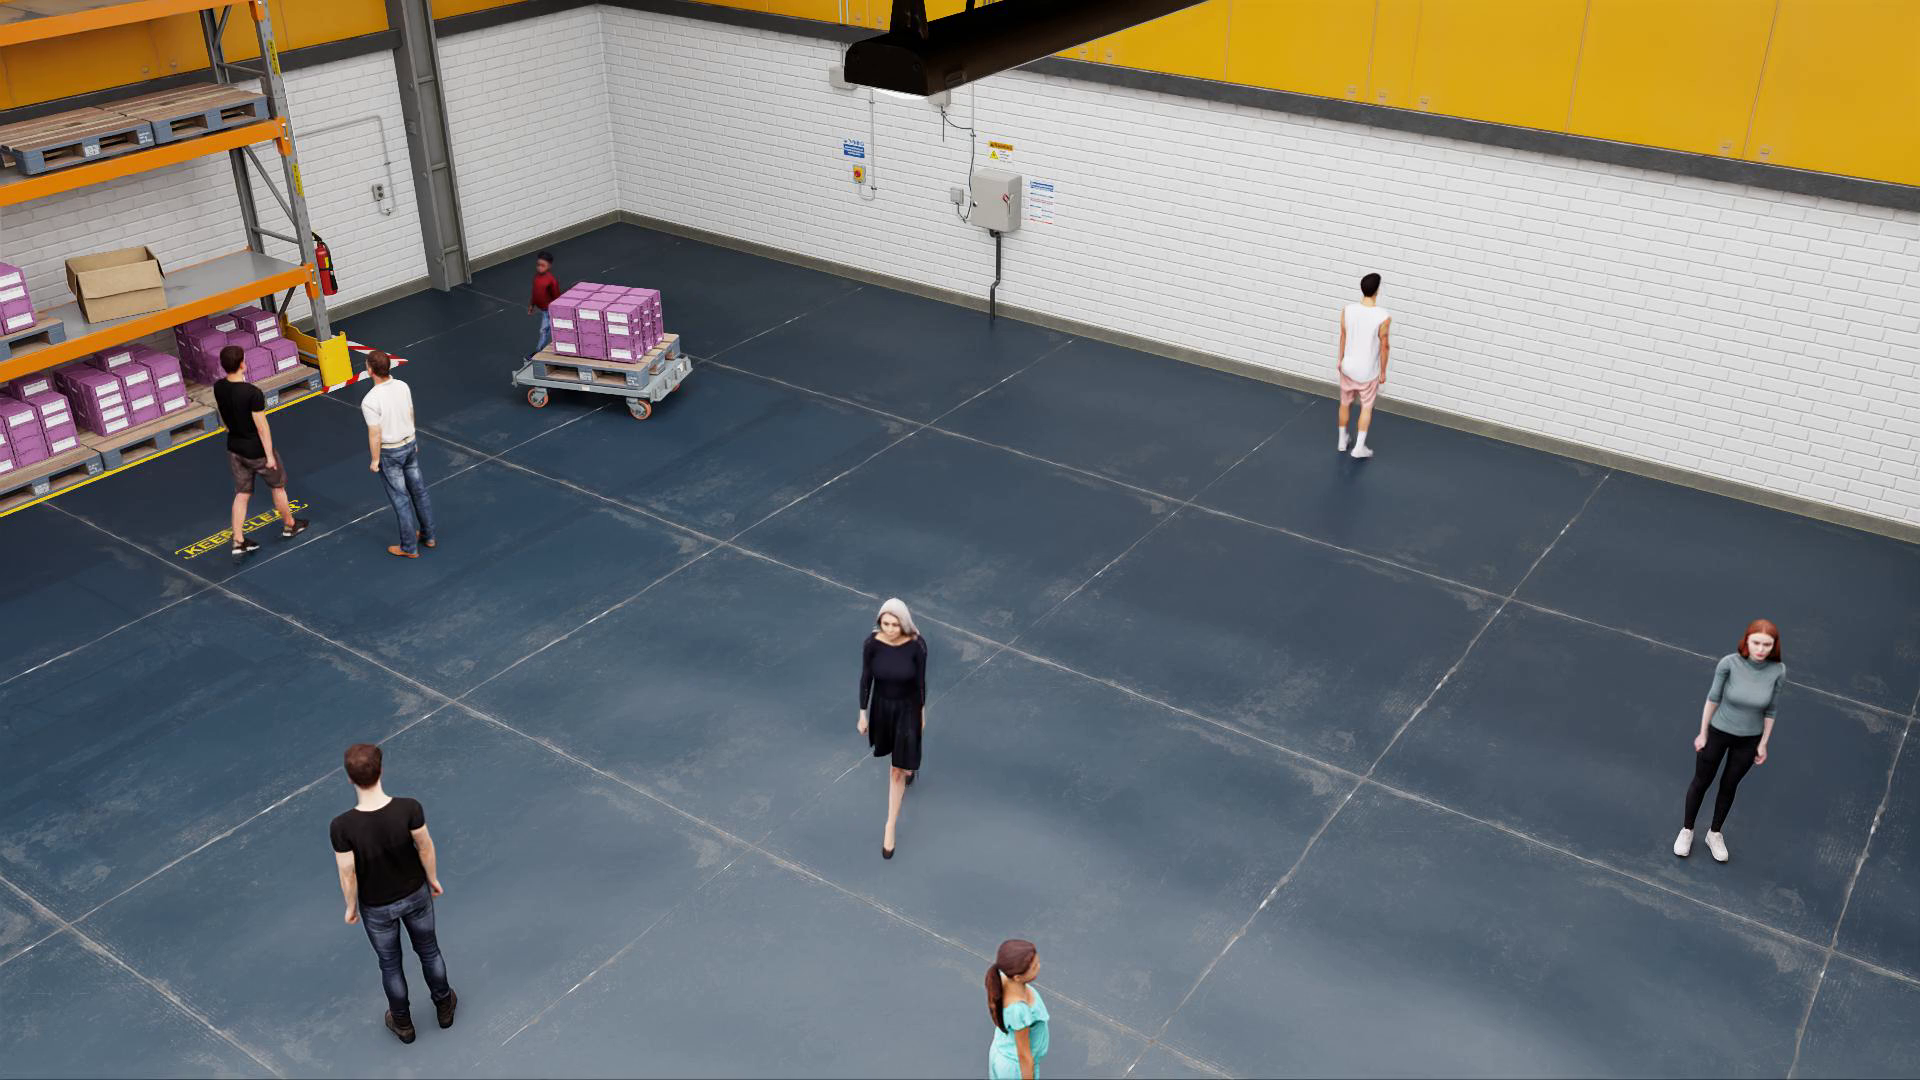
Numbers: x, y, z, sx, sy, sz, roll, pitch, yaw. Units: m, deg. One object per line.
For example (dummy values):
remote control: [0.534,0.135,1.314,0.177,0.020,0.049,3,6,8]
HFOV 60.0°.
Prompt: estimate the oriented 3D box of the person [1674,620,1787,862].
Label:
person: [4.870,1.253,10.493,0.646,1.742,0.642,8,30,14]

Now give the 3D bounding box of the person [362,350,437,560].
person: [-4.737,-0.735,14.019,0.742,1.856,0.543,14,32,25]

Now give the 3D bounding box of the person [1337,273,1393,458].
person: [3.786,-1.652,15.768,0.637,1.791,0.615,18,33,30]

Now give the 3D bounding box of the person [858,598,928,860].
person: [-0.410,1.120,10.779,0.958,1.702,1.236,4,29,7]

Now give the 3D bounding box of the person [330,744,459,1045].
person: [-3.087,1.938,9.079,0.679,1.895,0.820,-15,32,-25]

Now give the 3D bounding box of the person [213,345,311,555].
person: [-6.065,-0.732,14.030,0.907,1.841,1.175,8,30,15]

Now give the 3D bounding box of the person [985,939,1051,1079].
person: [0.280,2.586,8.242,0.694,1.558,0.645,-8,30,-14]

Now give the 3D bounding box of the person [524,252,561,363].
person: [-4.383,-2.524,17.965,0.919,1.218,0.689,-19,34,-31]
